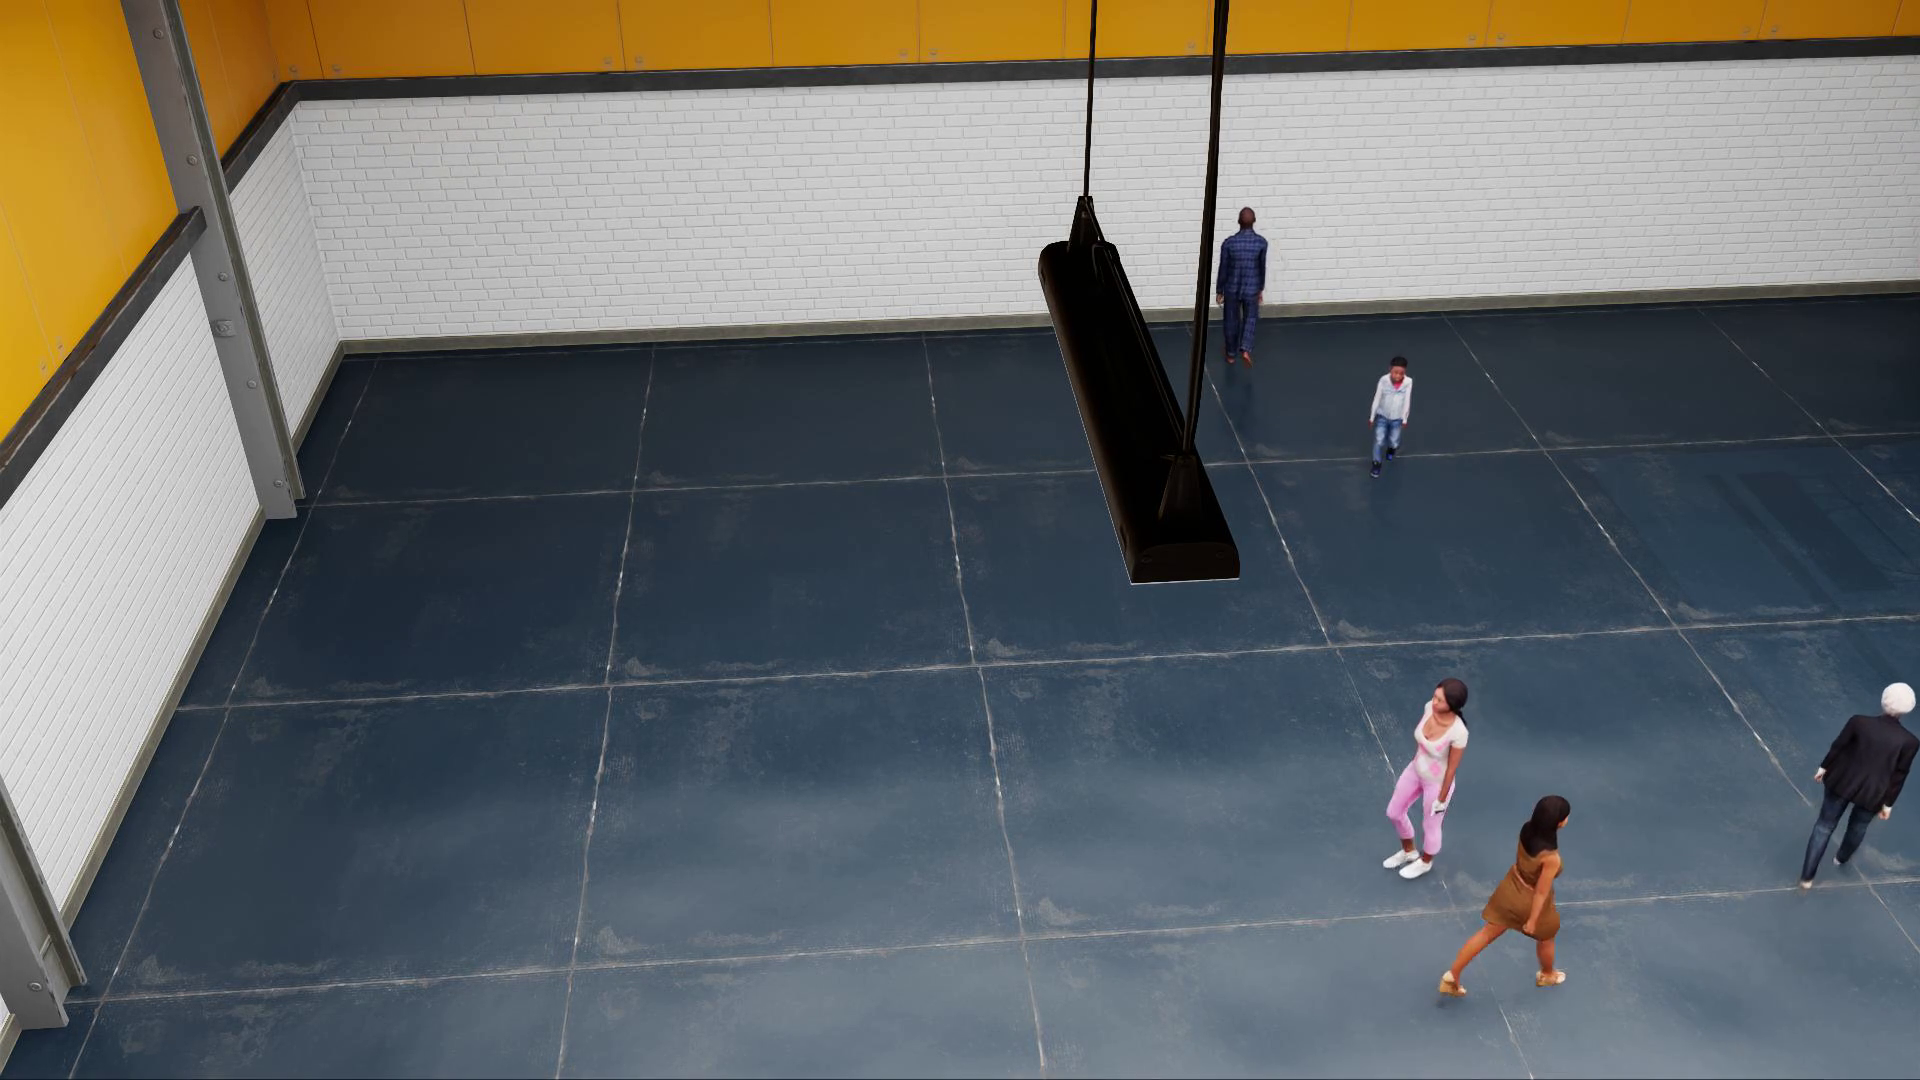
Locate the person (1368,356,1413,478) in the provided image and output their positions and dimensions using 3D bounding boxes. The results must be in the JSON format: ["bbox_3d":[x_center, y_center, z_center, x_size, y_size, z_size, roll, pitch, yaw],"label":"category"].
[{"bbox_3d":[4.139,-1.233,15.980,0.644,1.243,0.759,11,35,16],"label":"person"}]

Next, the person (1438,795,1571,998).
[{"bbox_3d":[3.432,2.273,10.346,0.723,1.642,1.079,-7,34,-10],"label":"person"}]

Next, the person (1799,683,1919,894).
[{"bbox_3d":[6.014,1.719,11.277,1.084,1.771,1.067,23,40,31],"label":"person"}]

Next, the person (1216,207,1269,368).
[{"bbox_3d":[2.997,-2.630,17.574,0.719,1.806,0.893,1,34,1],"label":"person"}]

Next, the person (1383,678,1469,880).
[{"bbox_3d":[3.261,1.610,11.262,0.750,1.732,0.641,-13,36,-19],"label":"person"}]
